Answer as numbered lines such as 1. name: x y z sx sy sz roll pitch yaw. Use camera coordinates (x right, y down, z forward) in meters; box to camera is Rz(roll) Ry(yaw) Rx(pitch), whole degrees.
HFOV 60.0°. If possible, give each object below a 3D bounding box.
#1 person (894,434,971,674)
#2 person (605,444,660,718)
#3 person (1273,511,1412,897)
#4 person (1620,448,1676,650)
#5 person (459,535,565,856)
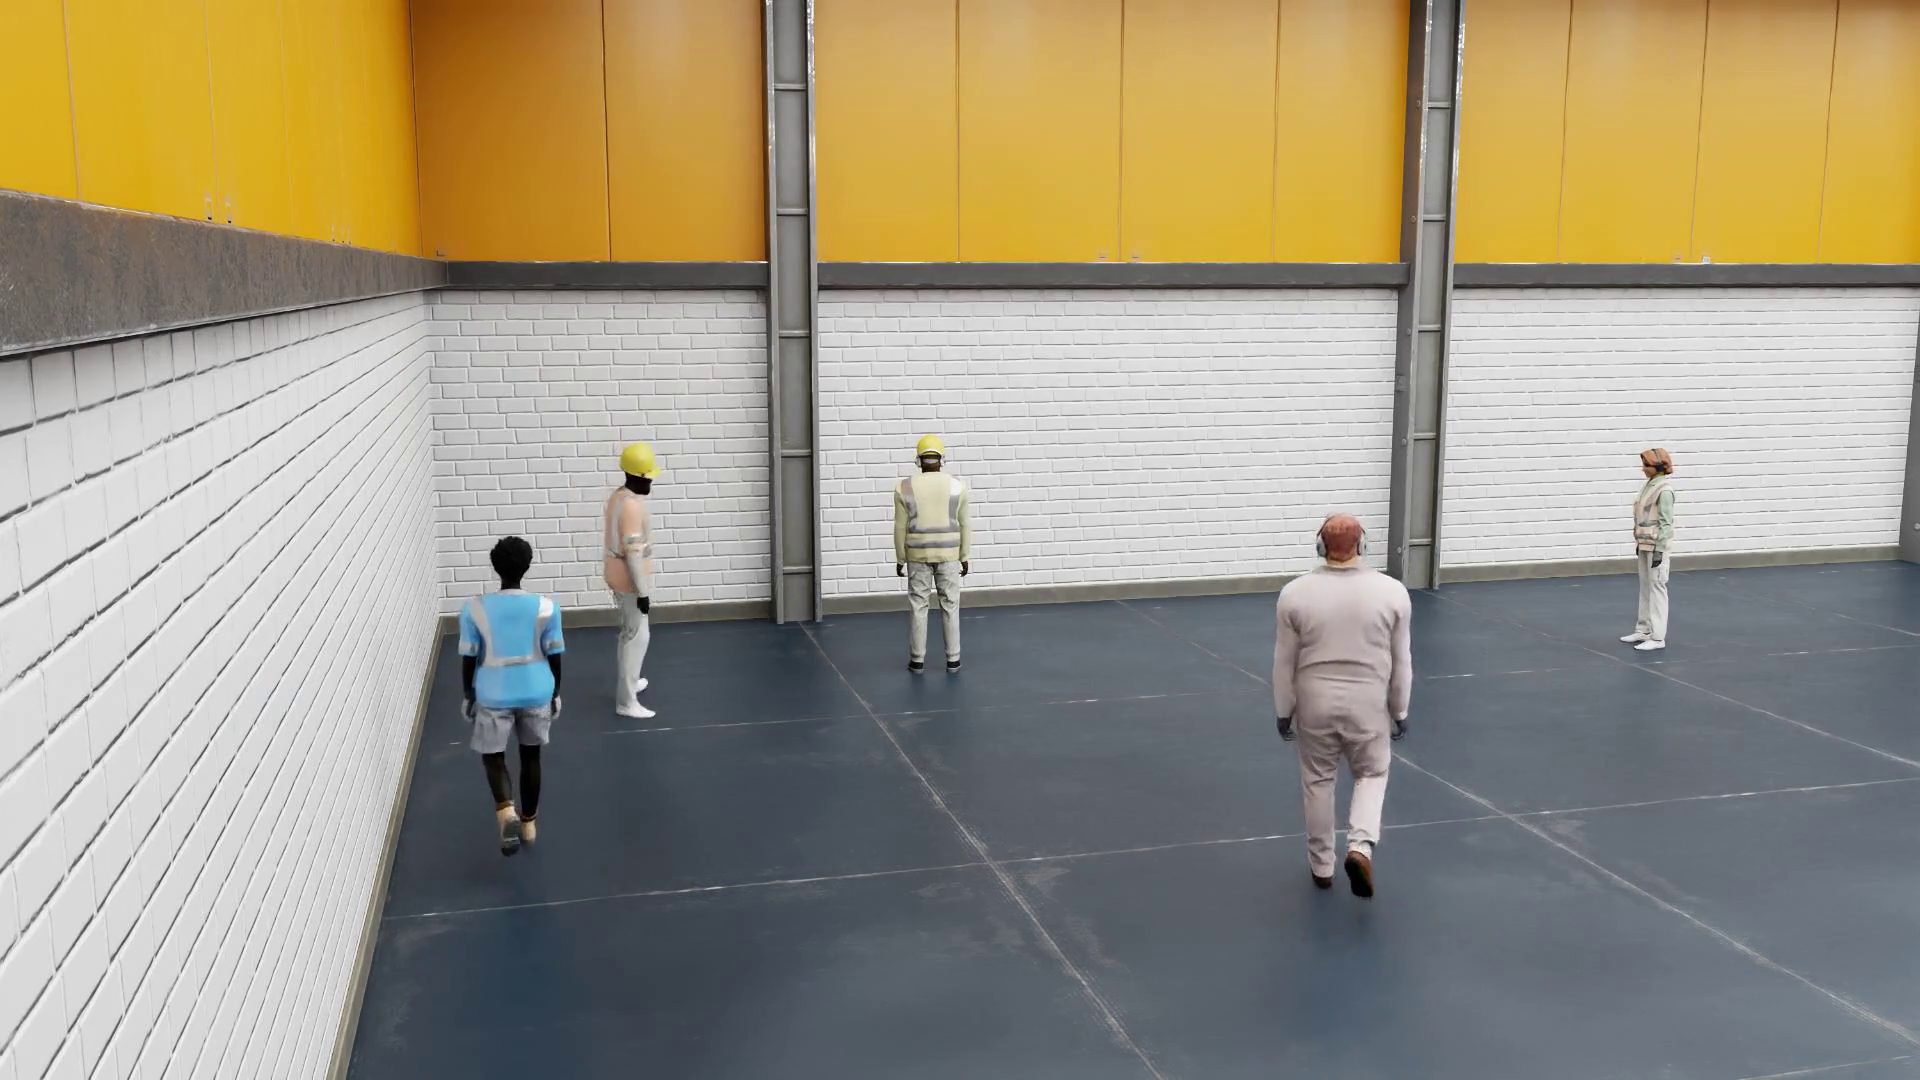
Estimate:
1. person: -0.209 0.109 12.612 0.586 1.825 0.403 -1 9 -5
2. person: -2.263 0.264 11.468 0.382 1.887 0.809 -3 10 -17
3. person: 1.838 0.805 8.042 0.666 1.892 0.589 2 9 14
4. person: 5.594 0.070 13.436 0.308 1.640 0.511 1 9 4
5. person: -2.306 0.817 8.633 0.538 1.674 0.606 -3 10 -20
